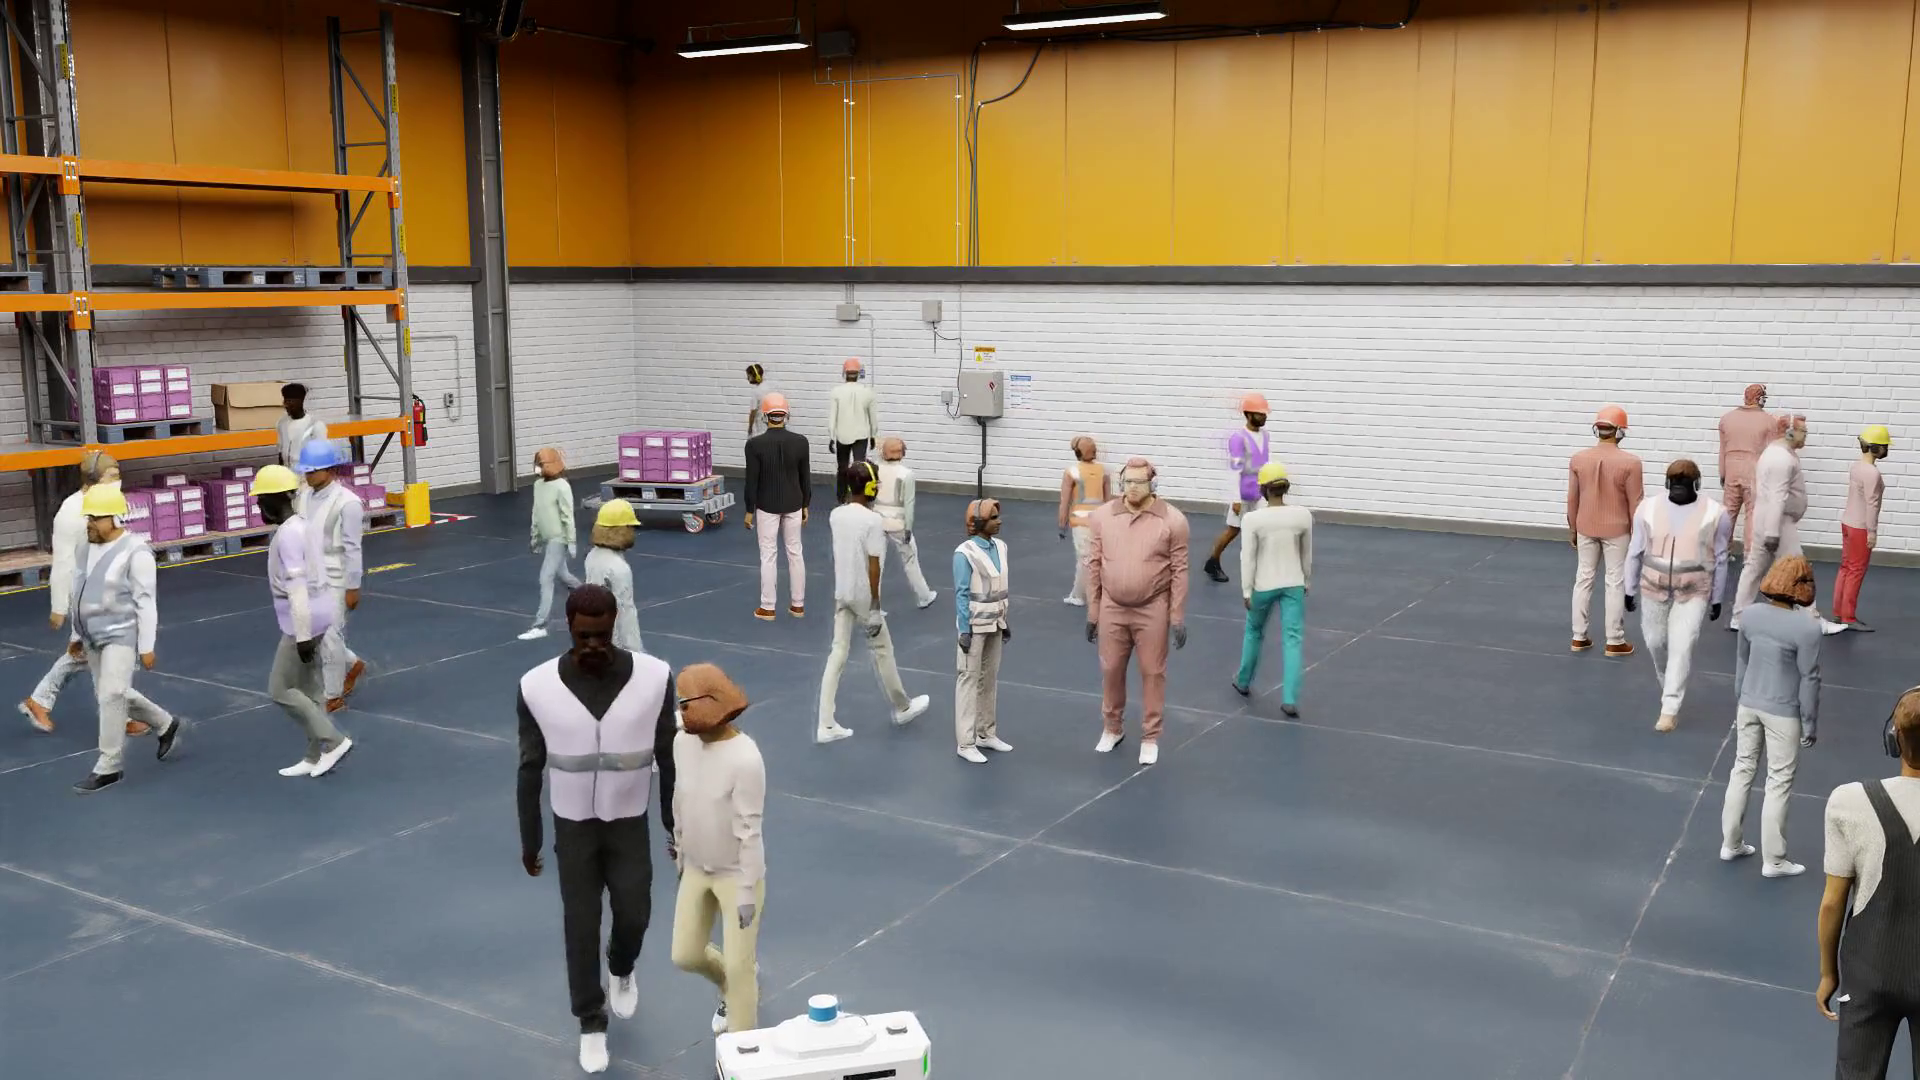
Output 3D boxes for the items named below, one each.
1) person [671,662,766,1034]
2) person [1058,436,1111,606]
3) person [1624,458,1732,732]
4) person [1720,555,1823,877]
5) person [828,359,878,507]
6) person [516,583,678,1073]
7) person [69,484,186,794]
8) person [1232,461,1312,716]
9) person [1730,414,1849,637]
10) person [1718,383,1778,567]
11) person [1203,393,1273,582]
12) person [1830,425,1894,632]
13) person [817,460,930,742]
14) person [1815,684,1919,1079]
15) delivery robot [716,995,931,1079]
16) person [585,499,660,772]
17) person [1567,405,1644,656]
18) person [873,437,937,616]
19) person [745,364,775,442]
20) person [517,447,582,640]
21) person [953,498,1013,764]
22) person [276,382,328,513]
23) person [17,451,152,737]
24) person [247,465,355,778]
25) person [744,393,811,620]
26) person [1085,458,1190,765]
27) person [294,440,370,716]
[{"bbox_3d":[-0.865,1.239,6.220,0.498,1.617,0.491,6,11,31],"label":"person"},{"bbox_3d":[1.151,-0.135,14.859,0.521,1.595,0.843,-6,11,-33],"label":"person"},{"bbox_3d":[4.856,0.331,11.284,0.634,1.814,0.857,6,11,35],"label":"person"},{"bbox_3d":[4.129,0.880,8.433,0.286,1.624,0.496,-4,10,-21],"label":"person"},{"bbox_3d":[-1.373,-1.327,21.203,0.656,1.935,1.030,-2,9,-12],"label":"person"},{"bbox_3d":[-1.382,1.068,6.435,0.635,1.891,0.579,-2,9,-14],"label":"person"},{"bbox_3d":[-5.001,0.548,9.921,0.596,1.812,0.762,5,10,29],"label":"person"},{"bbox_3d":[2.191,0.316,11.640,0.546,1.728,0.875,-1,9,-5],"label":"person"},{"bbox_3d":[6.938,-0.110,13.825,0.933,1.864,0.679,3,9,16],"label":"person"},{"bbox_3d":[8.186,-0.670,17.254,0.402,1.903,0.641,-6,11,-34],"label":"person"},{"bbox_3d":[2.769,-0.481,16.072,0.553,1.898,0.983,-7,12,-39],"label":"person"},{"bbox_3d":[7.696,-0.102,14.149,0.349,1.759,0.522,2,9,11],"label":"person"},{"bbox_3d":[-0.618,0.380,10.930,0.551,1.817,0.961,8,12,41],"label":"person"},{"bbox_3d":[2.813,1.329,4.935,0.507,1.847,0.345,6,11,35],"label":"person"},{"bbox_3d":[-0.465,1.804,5.696,0.707,0.478,0.477,-3,9,-16],"label":"delivery robot"},{"bbox_3d":[-1.959,0.613,9.788,0.702,1.717,0.519,-5,11,-31],"label":"person"},{"bbox_3d":[5.132,-0.073,13.228,0.610,1.993,0.380,9,13,44],"label":"person"},{"bbox_3d":[-0.554,-0.120,14.780,0.505,1.592,0.843,5,11,31],"label":"person"},{"bbox_3d":[-2.652,-1.495,22.647,0.381,1.815,0.618,5,10,26],"label":"person"},{"bbox_3d":[-3.367,-0.001,13.990,0.808,1.604,0.514,-8,12,-42],"label":"person"},{"bbox_3d":[0.137,0.554,10.399,0.306,1.645,0.521,6,11,33],"label":"person"},{"bbox_3d":[-6.673,-0.652,17.027,0.604,1.945,0.659,3,10,20],"label":"person"},{"bbox_3d":[-5.762,0.367,10.819,0.841,1.905,0.636,-1,9,-7],"label":"person"},{"bbox_3d":[-3.979,0.502,9.930,0.470,1.902,0.634,-2,9,-12],"label":"person"},{"bbox_3d":[-1.601,-0.292,14.584,0.610,1.996,0.379,-4,10,-26],"label":"person"},{"bbox_3d":[1.108,0.437,10.380,0.672,1.915,0.500,3,10,20],"label":"person"},{"bbox_3d":[-4.294,0.259,11.370,0.630,1.922,0.550,5,11,30],"label":"person"}]
